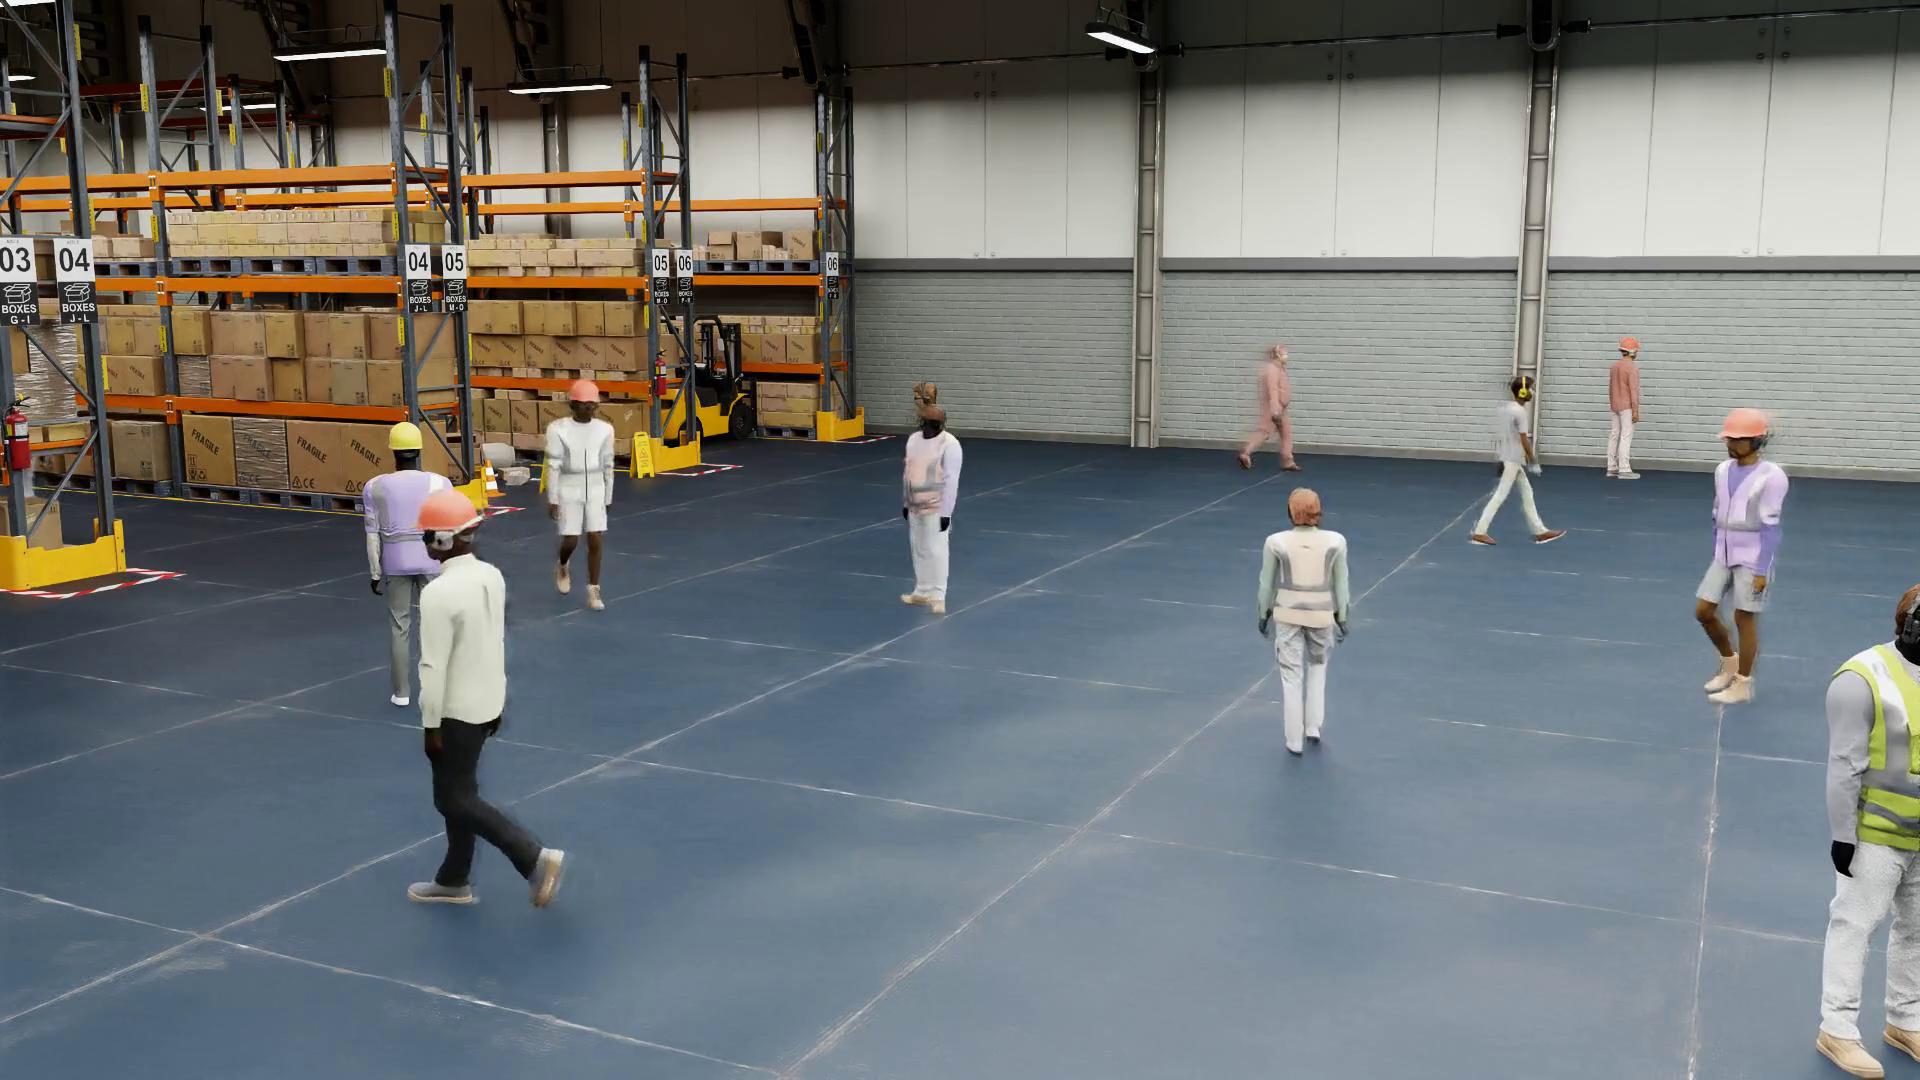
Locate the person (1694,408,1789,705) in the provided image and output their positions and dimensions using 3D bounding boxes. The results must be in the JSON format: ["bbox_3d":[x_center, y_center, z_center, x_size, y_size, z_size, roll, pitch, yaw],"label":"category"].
[{"bbox_3d":[5.244,0.125,11.211,0.419,2.029,0.605,-3,10,-19],"label":"person"}]

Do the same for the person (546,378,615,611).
[{"bbox_3d":[-3.312,-0.408,14.469,0.627,2.024,0.688,-5,11,-29],"label":"person"}]

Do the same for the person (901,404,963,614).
[{"bbox_3d":[-0.302,-0.274,14.328,0.432,1.813,0.772,-8,12,-39],"label":"person"}]

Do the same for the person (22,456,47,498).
[{"bbox_3d":[-10.458,-0.994,18.598,0.694,1.853,0.517,6,11,35],"label":"person"}]

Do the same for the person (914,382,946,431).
[{"bbox_3d":[-0.300,-0.645,16.485,0.344,1.839,0.504,0,9,0],"label":"person"}]

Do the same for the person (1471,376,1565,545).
[{"bbox_3d":[5.965,-0.835,17.731,1.015,1.814,0.505,1,9,6],"label":"person"}]

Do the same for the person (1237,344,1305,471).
[{"bbox_3d":[4.540,-1.928,24.282,0.937,1.871,0.654,4,10,23],"label":"person"}]

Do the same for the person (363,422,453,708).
[{"bbox_3d":[-3.684,0.170,11.206,0.588,1.930,0.360,-3,10,-17],"label":"person"}]

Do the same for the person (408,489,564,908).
[{"bbox_3d":[-2.189,0.749,7.544,0.773,1.973,0.623,2,9,12],"label":"person"}]

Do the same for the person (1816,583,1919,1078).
[{"bbox_3d":[3.460,1.057,6.088,0.632,1.838,0.430,-2,9,-10],"label":"person"}]

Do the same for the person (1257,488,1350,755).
[{"bbox_3d":[2.090,0.484,10.194,0.547,1.617,0.525,1,9,4],"label":"person"}]

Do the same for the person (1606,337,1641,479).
[{"bbox_3d":[9.386,-1.862,23.464,0.373,1.997,0.618,-2,9,-11],"label":"person"}]
